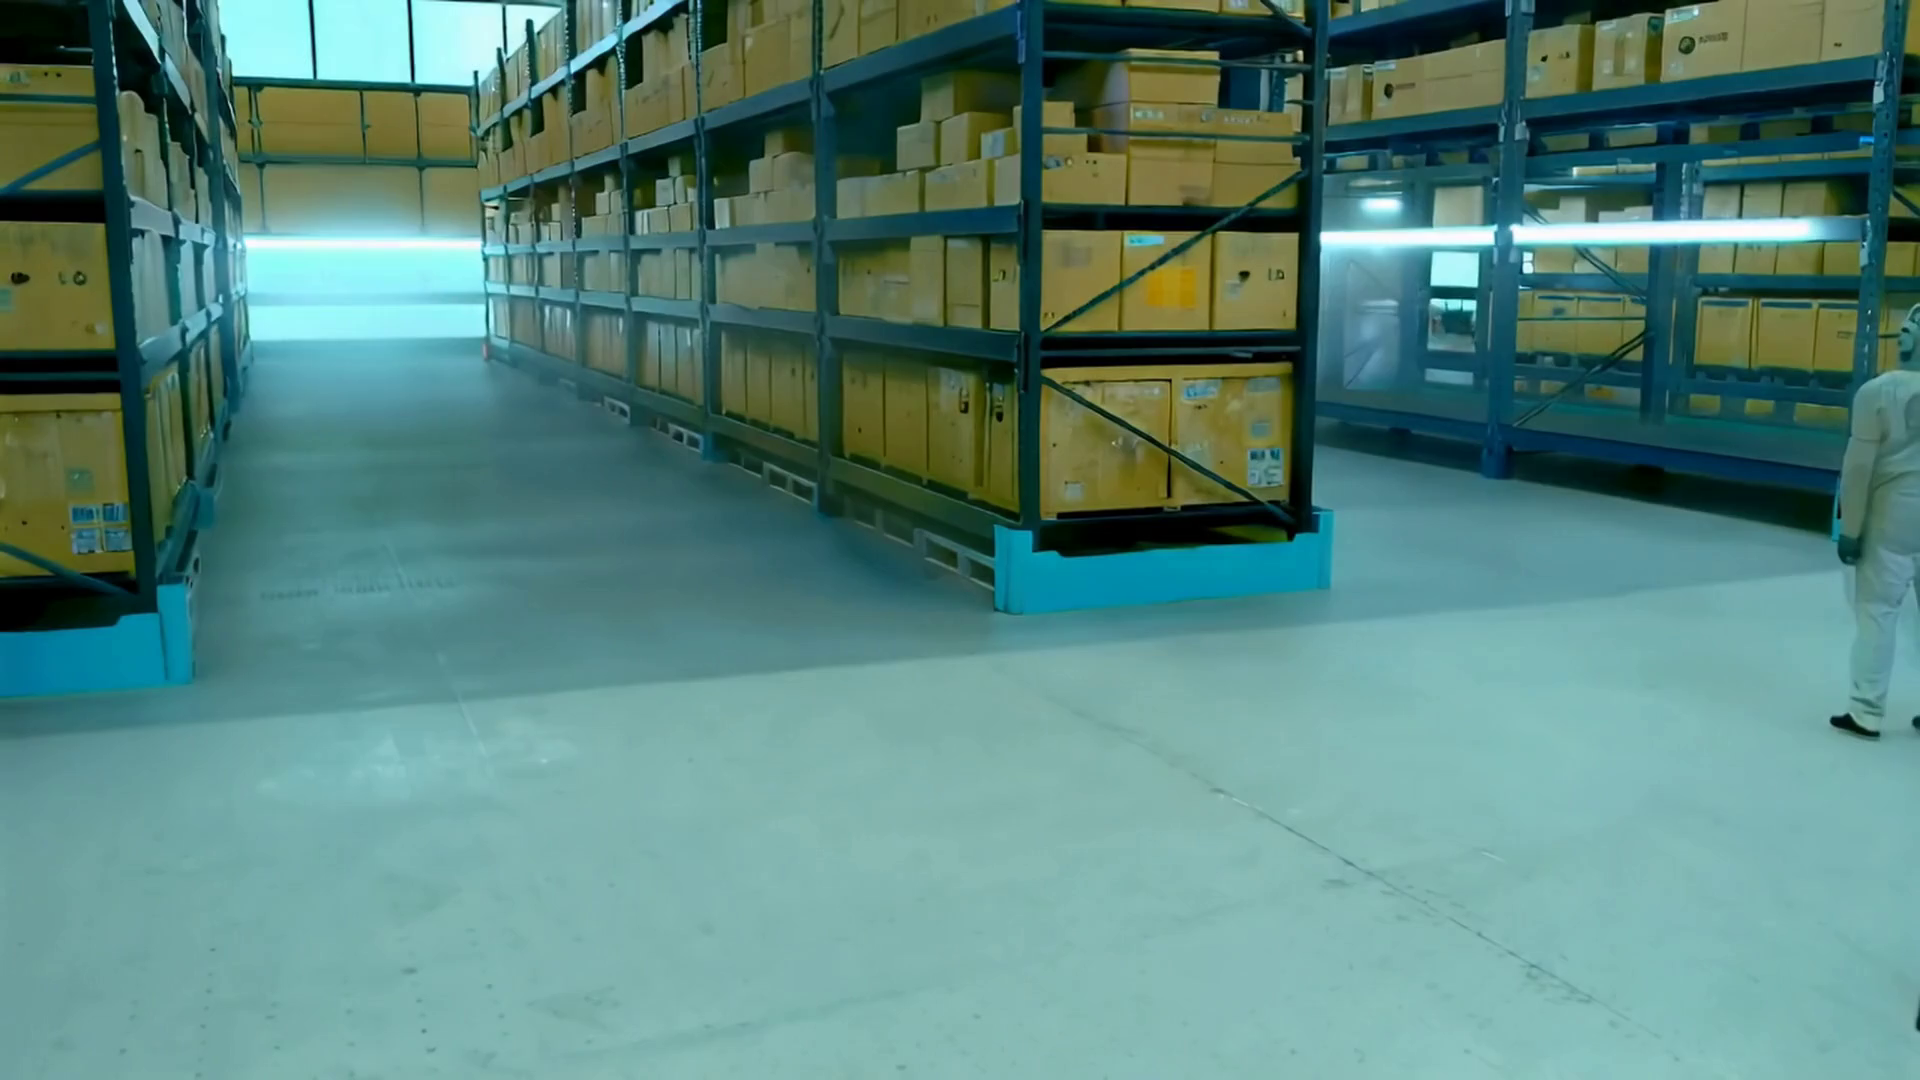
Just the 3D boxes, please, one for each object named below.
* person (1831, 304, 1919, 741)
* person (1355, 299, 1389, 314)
[{"bbox_3d":[4.134,-0.069,7.228,0.645,1.898,0.398,0,9,2],"label":"person"},{"bbox_3d":[5.936,-2.893,24.391,0.631,1.807,0.712,-4,10,-22],"label":"person"}]
